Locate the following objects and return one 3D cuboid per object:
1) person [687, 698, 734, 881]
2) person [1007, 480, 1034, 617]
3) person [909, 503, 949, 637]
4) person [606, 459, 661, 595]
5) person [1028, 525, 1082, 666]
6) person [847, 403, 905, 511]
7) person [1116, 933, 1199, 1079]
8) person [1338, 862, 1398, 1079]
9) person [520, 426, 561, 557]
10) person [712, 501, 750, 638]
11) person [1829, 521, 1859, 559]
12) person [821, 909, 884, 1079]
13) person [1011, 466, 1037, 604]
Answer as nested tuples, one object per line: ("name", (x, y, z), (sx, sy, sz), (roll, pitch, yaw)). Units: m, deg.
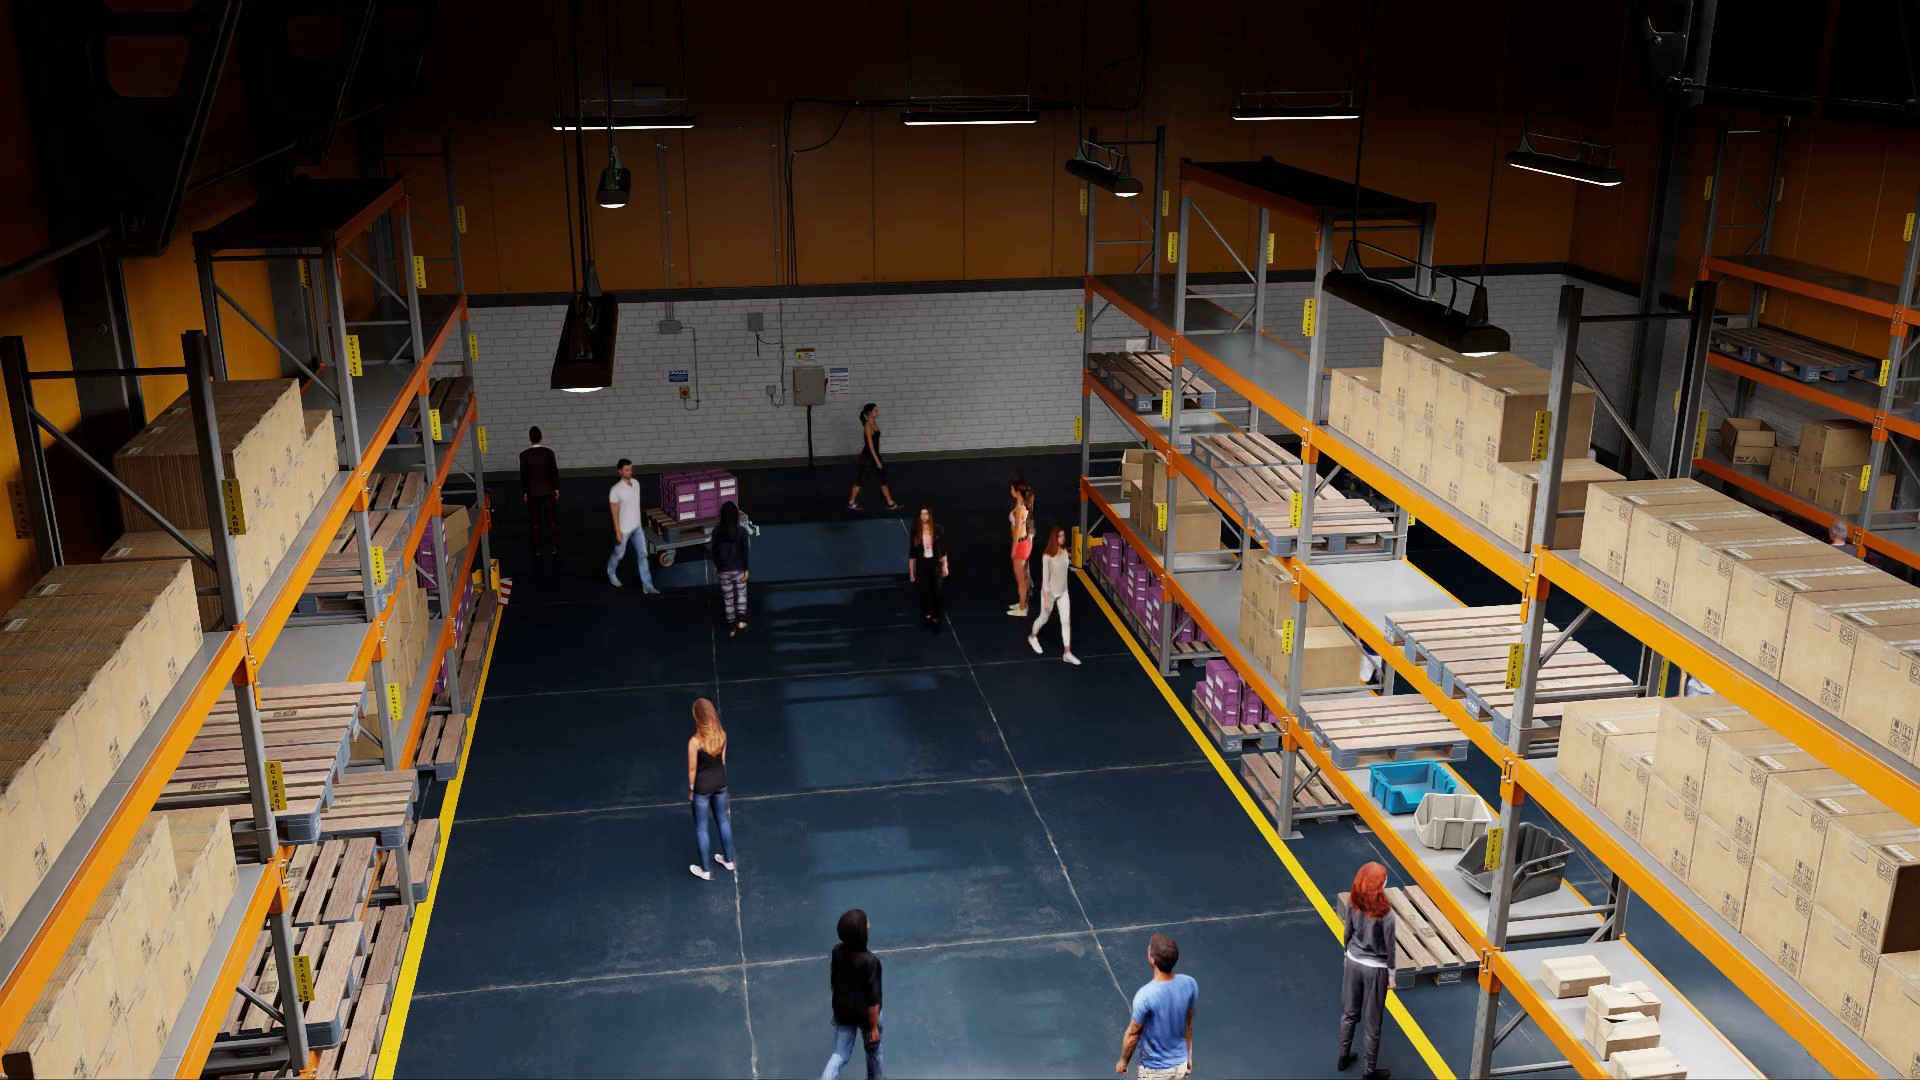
("person", (-2.276, 2.242, 15.080), (0.694, 1.722, 0.652), (16, 24, 39))
("person", (0.788, 0.095, 21.349), (0.707, 1.789, 0.606), (5, 19, 14))
("person", (-0.379, 0.313, 20.859), (0.740, 1.689, 0.833), (2, 19, 6))
("person", (-4.479, -0.181, 22.123), (1.299, 1.818, 1.148), (16, 25, 40))
("person", (1.070, 0.629, 19.933), (0.967, 1.681, 1.182), (-15, 24, -37))
("person", (-1.465, -1.224, 25.435), (0.982, 1.681, 1.135), (6, 19, 16))
("person", (1.401, 3.531, 11.066), (0.849, 1.841, 0.996), (-13, 23, -34))
("person", (2.998, 3.165, 12.248), (0.716, 1.780, 0.613), (-16, 24, -39))
("person", (-5.953, -0.709, 23.605), (0.710, 1.873, 0.643), (-6, 19, -17))
("person", (-2.847, 0.377, 20.616), (0.650, 1.722, 0.672), (-1, 19, -3))
("person", (10.259, 0.647, 19.636), (0.774, 1.836, 0.703), (-9, 20, -24))
("person", (-0.774, 3.405, 11.699), (0.966, 1.676, 1.084), (10, 21, 28))
("person", (0.838, -0.042, 21.758), (0.925, 1.789, 0.629), (-3, 19, -9))
